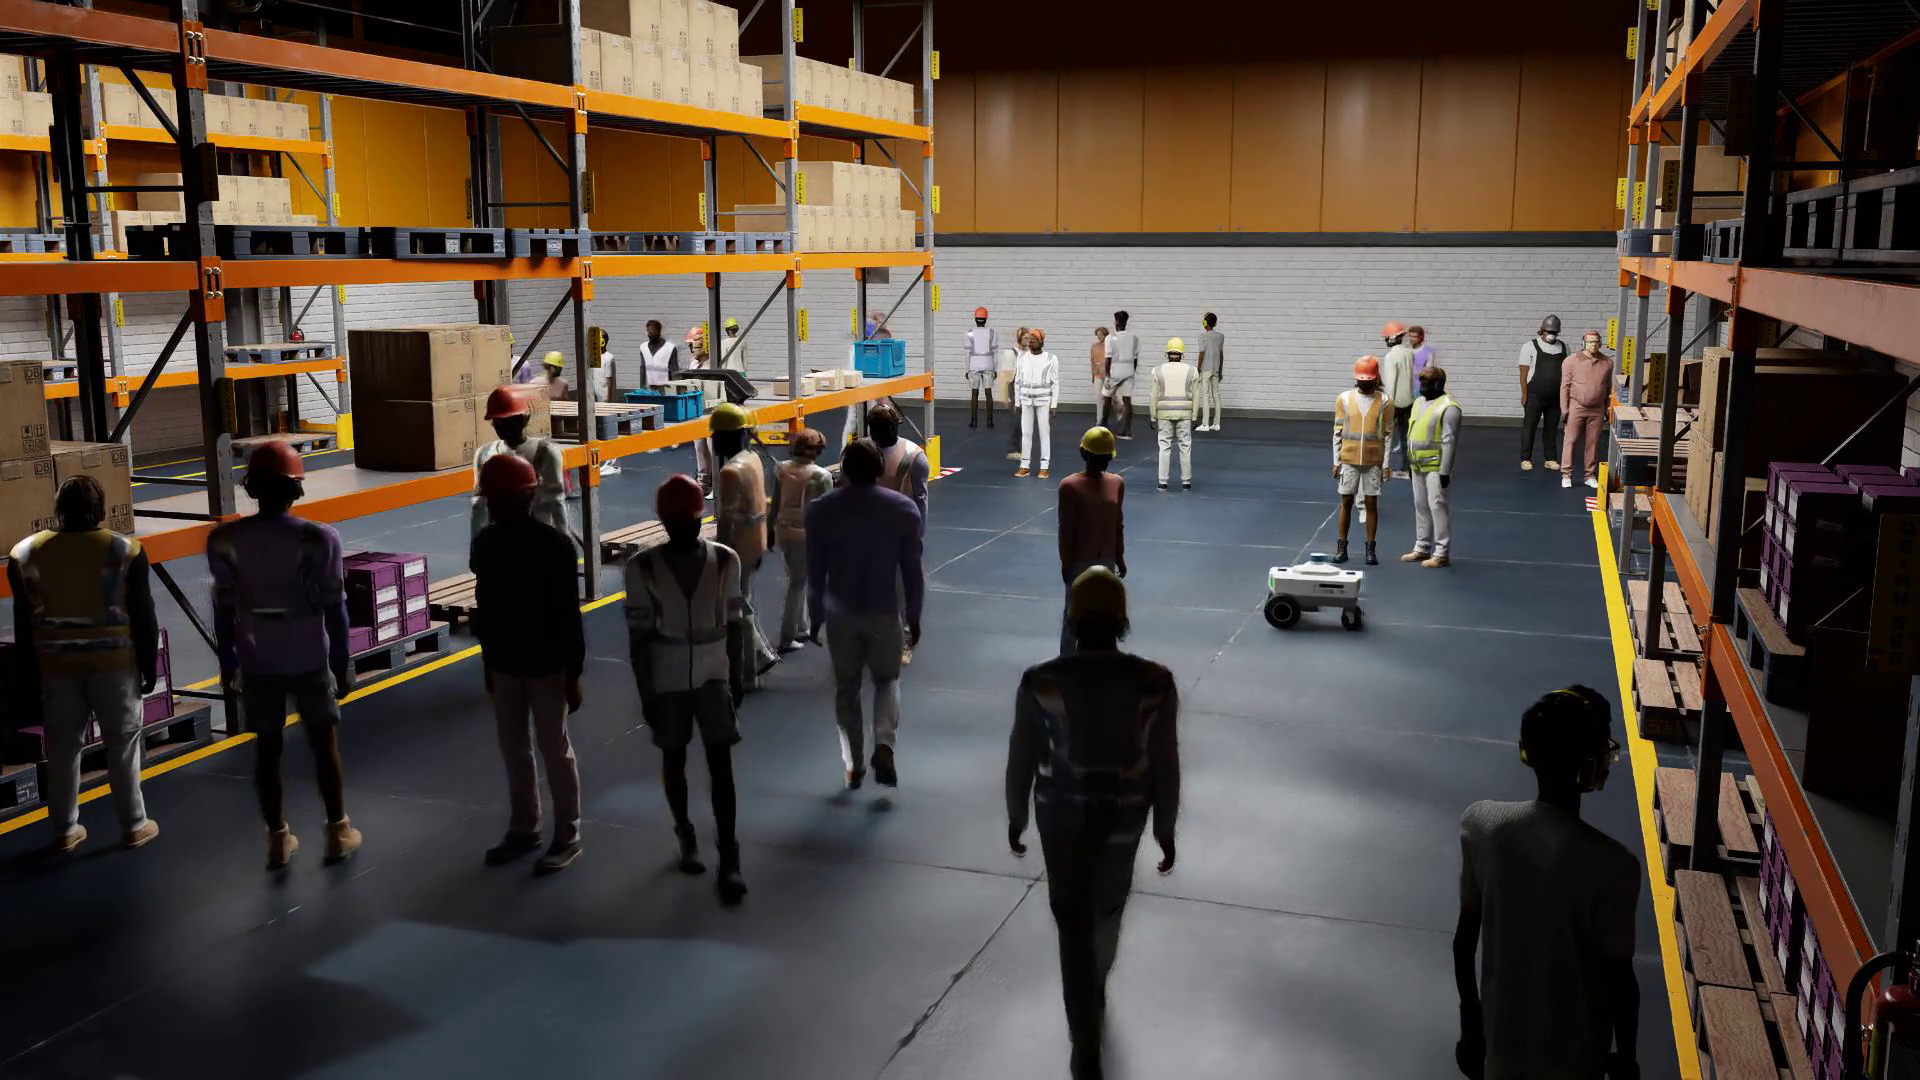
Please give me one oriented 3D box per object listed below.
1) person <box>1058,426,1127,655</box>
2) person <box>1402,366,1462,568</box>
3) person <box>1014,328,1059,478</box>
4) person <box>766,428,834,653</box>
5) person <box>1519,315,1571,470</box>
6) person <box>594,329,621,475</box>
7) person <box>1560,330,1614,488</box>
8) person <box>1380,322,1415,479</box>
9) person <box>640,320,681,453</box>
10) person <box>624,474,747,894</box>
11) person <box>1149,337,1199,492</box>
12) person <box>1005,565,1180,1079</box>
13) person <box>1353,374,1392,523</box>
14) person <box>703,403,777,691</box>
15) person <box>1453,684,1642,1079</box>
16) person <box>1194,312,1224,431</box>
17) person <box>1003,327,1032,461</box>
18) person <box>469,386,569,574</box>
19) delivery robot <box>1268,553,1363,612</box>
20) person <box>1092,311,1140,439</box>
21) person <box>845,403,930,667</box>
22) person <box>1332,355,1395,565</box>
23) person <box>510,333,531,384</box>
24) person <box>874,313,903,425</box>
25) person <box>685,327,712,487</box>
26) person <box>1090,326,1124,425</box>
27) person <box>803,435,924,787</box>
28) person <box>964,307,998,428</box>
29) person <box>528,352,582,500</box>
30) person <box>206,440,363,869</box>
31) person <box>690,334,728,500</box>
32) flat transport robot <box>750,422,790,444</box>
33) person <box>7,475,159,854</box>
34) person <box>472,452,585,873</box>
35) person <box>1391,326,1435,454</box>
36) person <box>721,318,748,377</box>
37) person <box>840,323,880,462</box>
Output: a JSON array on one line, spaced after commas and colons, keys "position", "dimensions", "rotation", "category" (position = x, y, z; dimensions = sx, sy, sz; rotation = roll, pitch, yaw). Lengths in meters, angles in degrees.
[{"position": [0.872, 0.132, 10.870], "dimensions": [0.522, 1.762, 0.320], "rotation": [-6, 12, -32], "category": "person"}, {"position": [4.293, -0.666, 15.174], "dimensions": [0.430, 1.836, 0.627], "rotation": [-3, 11, -18], "category": "person"}, {"position": [0.952, -1.715, 20.915], "dimensions": [0.573, 1.885, 0.357], "rotation": [4, 11, 23], "category": "person"}, {"position": [-1.120, -0.007, 12.035], "dimensions": [0.530, 1.605, 0.640], "rotation": [7, 12, 34], "category": "person"}, {"position": [7.637, -1.920, 21.634], "dimensions": [0.674, 2.000, 0.535], "rotation": [-1, 10, -6], "category": "person"}, {"position": [-4.534, -1.754, 21.216], "dimensions": [0.314, 1.861, 0.512], "rotation": [-5, 11, -28], "category": "person"}, {"position": [7.551, -1.570, 20.037], "dimensions": [0.636, 1.911, 0.406], "rotation": [0, 10, -1], "category": "person"}, {"position": [5.417, -1.757, 20.929], "dimensions": [0.611, 1.959, 0.780], "rotation": [-8, 13, -39], "category": "person"}, {"position": [-4.239, -2.198, 23.681], "dimensions": [0.594, 1.883, 0.900], "rotation": [5, 11, 26], "category": "person"}, {"position": [-1.209, 0.658, 7.504], "dimensions": [0.548, 1.901, 0.846], "rotation": [-3, 11, -17], "category": "person"}, {"position": [2.542, -1.484, 19.761], "dimensions": [0.591, 1.834, 0.404], "rotation": [1, 10, 5], "category": "person"}, {"position": [0.472, 0.974, 6.065], "dimensions": [0.612, 1.783, 0.919], "rotation": [-1, 10, -4], "category": "person"}, {"position": [4.352, -1.072, 17.762], "dimensions": [0.493, 1.716, 0.732], "rotation": [1, 10, 6], "category": "person"}, {"position": [-1.469, 0.061, 10.824], "dimensions": [0.416, 1.911, 0.610], "rotation": [1, 10, 6], "category": "person"}, {"position": [1.465, 1.274, 4.143], "dimensions": [0.324, 1.867, 0.513], "rotation": [-8, 13, -38], "category": "person"}, {"position": [3.919, -2.646, 26.199], "dimensions": [0.521, 1.874, 0.328], "rotation": [-5, 11, -28], "category": "person"}, {"position": [0.864, -1.960, 22.463], "dimensions": [0.672, 1.819, 0.532], "rotation": [8, 13, 39], "category": "person"}, {"position": [-2.862, 0.027, 10.705], "dimensions": [0.654, 2.026, 0.501], "rotation": [3, 10, 16], "category": "person"}, {"position": [2.740, 0.345, 12.798], "dimensions": [0.707, 0.478, 0.477], "rotation": [3, 10, 14], "category": "delivery robot"}, {"position": [2.374, -2.512, 25.293], "dimensions": [0.643, 1.920, 0.944], "rotation": [-5, 11, -25], "category": "person"}, {"position": [-0.533, -0.034, 11.593], "dimensions": [0.621, 1.837, 0.429], "rotation": [3, 11, 19], "category": "person"}, {"position": [3.685, -0.729, 15.241], "dimensions": [0.542, 1.929, 0.368], "rotation": [3, 10, 16], "category": "person"}, {"position": [-5.421, -1.561, 19.961], "dimensions": [0.585, 1.916, 0.387], "rotation": [3, 11, 17], "category": "person"}, {"position": [-1.362, -2.767, 27.006], "dimensions": [0.668, 1.831, 0.964], "rotation": [-9, 13, -41], "category": "person"}, {"position": [-3.144, -1.604, 20.143], "dimensions": [0.354, 1.939, 0.545], "rotation": [-8, 13, -39], "category": "person"}, {"position": [2.399, -2.670, 27.055], "dimensions": [0.545, 1.616, 0.704], "rotation": [6, 12, 32], "category": "person"}, {"position": [-0.517, 0.408, 8.899], "dimensions": [0.640, 1.916, 0.596], "rotation": [0, 10, -2], "category": "person"}, {"position": [0.338, -2.762, 26.663], "dimensions": [0.545, 1.939, 0.354], "rotation": [-1, 10, -4], "category": "person"}, {"position": [-4.695, -1.284, 18.965], "dimensions": [0.609, 1.718, 0.789], "rotation": [-9, 13, -40], "category": "person"}, {"position": [-3.160, 0.544, 7.805], "dimensions": [0.610, 2.034, 0.404], "rotation": [-1, 10, -7], "category": "person"}, {"position": [-2.938, -1.416, 19.185], "dimensions": [0.402, 1.904, 0.639], "rotation": [-10, 14, -44], "category": "person"}, {"position": [-2.720, -1.596, 24.788], "dimensions": [0.652, 0.197, 1.431], "rotation": [0, 10, -1], "category": "flat transport robot"}, {"position": [-4.200, 0.601, 8.038], "dimensions": [0.629, 1.836, 0.430], "rotation": [-2, 10, -11], "category": "person"}, {"position": [-2.021, 0.571, 7.760], "dimensions": [0.639, 1.987, 0.408], "rotation": [5, 11, 28], "category": "person"}, {"position": [6.472, -2.123, 23.452], "dimensions": [0.906, 1.808, 0.577], "rotation": [-5, 11, -25], "category": "person"}, {"position": [-3.619, -2.649, 26.509], "dimensions": [0.528, 1.767, 0.330], "rotation": [-9, 14, -42], "category": "person"}, {"position": [-1.244, -1.980, 22.404], "dimensions": [0.866, 1.884, 0.618], "rotation": [-5, 11, -27], "category": "person"}]
